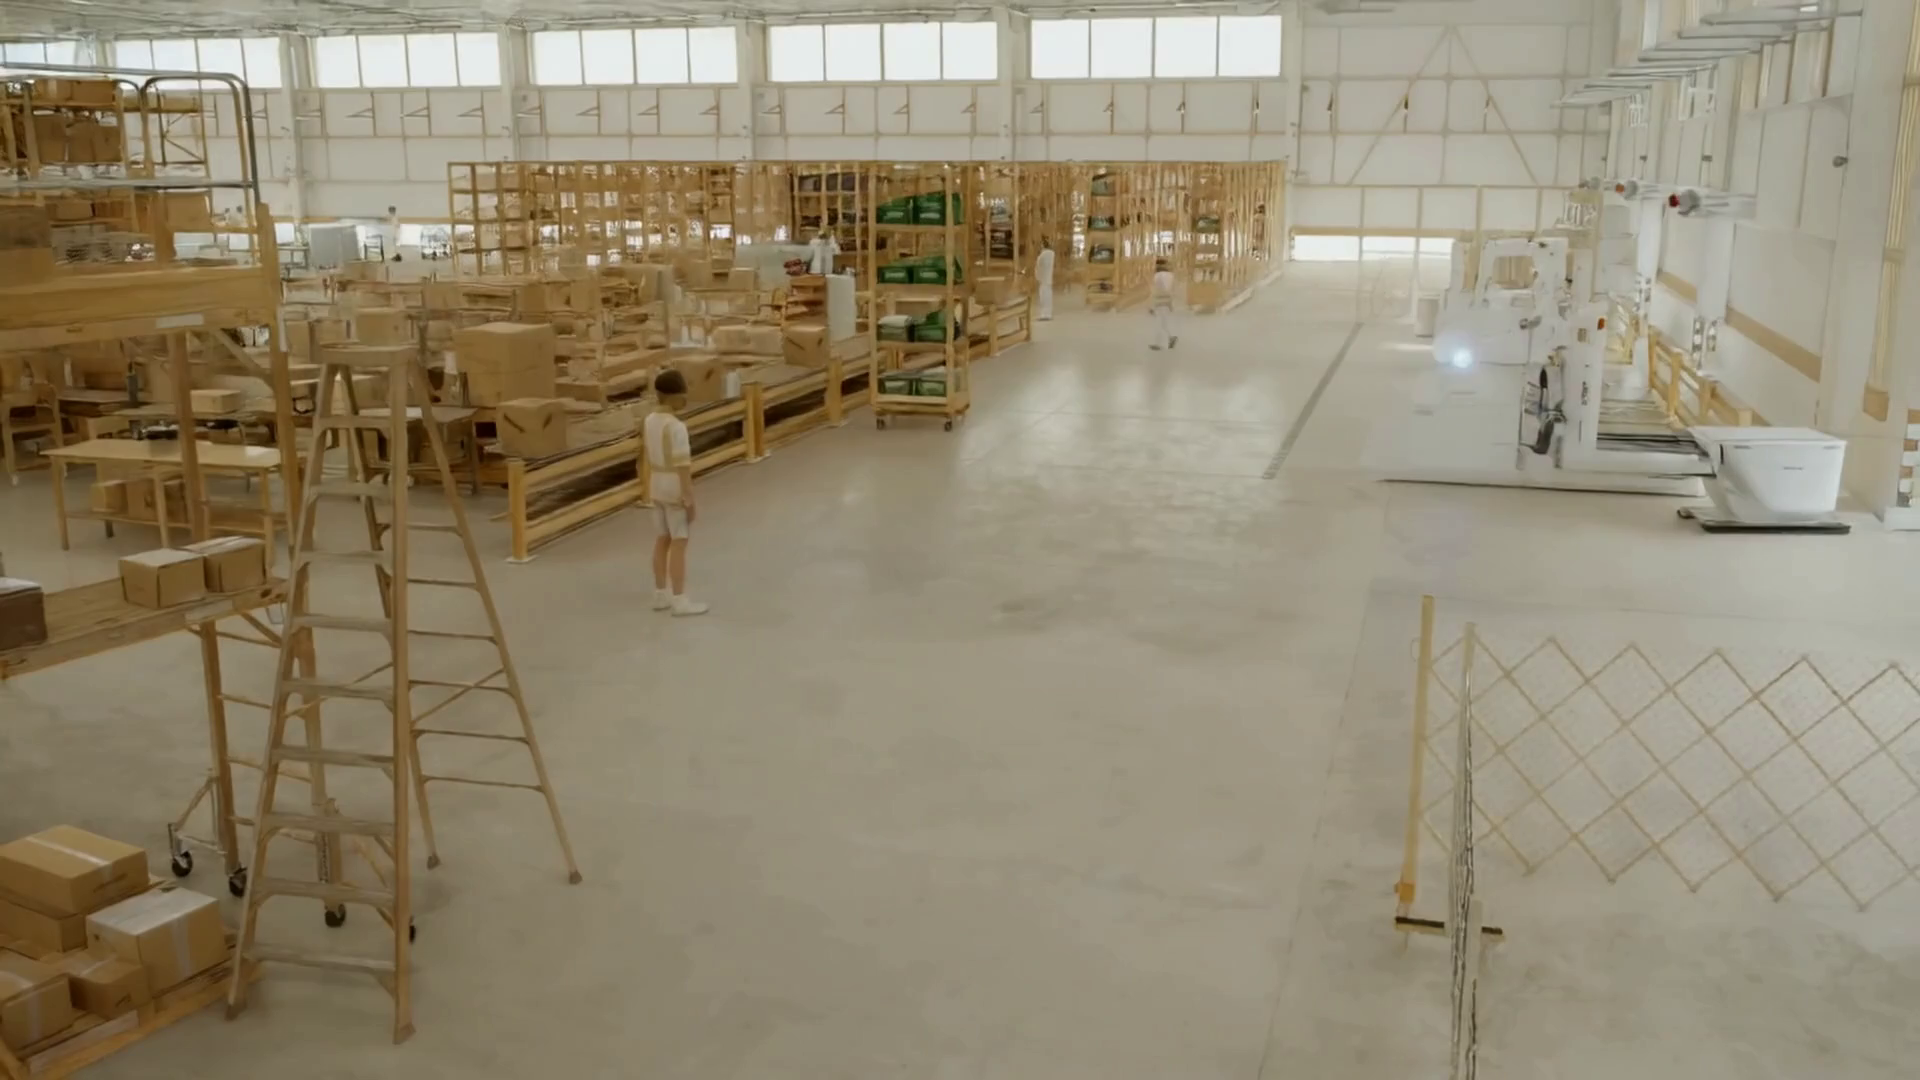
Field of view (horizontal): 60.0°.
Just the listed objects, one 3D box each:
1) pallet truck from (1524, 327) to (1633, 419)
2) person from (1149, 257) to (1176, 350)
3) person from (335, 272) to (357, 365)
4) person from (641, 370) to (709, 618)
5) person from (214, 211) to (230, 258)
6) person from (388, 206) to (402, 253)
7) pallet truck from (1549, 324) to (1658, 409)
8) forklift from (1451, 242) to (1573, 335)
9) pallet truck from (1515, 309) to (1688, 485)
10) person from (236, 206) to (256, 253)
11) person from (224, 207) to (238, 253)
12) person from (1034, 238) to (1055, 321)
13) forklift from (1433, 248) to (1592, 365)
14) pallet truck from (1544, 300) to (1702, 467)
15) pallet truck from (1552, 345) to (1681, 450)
[{"bbox_3d":[9.065,-2.460,24.370,1.522,1.261,0.704,3,13,14],"label":"pallet truck"},{"bbox_3d":[3.944,-4.603,32.486,0.593,1.817,0.449,-9,16,-35],"label":"person"},{"bbox_3d":[-10.830,-3.837,29.325,0.609,1.746,0.540,-2,13,-10],"label":"person"},{"bbox_3d":[-2.368,-0.383,13.750,0.377,2.045,0.605,-11,17,-39],"label":"person"},{"bbox_3d":[-27.234,-11.205,61.172,0.543,1.726,0.868,3,13,12],"label":"person"},{"bbox_3d":[-22.059,-12.102,64.852,0.448,1.824,0.647,-2,13,-10],"label":"person"},{"bbox_3d":[9.824,-2.669,25.407,1.601,1.201,0.680,4,14,16],"label":"pallet truck"},{"bbox_3d":[10.464,-4.597,31.405,2.680,1.987,1.157,4,14,16],"label":"forklift"},{"bbox_3d":[7.554,-1.677,19.446,1.885,1.965,0.823,3,13,14],"label":"pallet truck"},{"bbox_3d":[-27.066,-11.733,63.123,0.645,1.884,0.797,-10,17,-37],"label":"person"},{"bbox_3d":[-25.619,-10.709,58.500,0.414,1.985,0.611,2,13,8],"label":"person"},{"bbox_3d":[1.937,-6.011,38.366,0.408,1.905,0.652,6,14,26],"label":"person"},{"bbox_3d":[9.780,-4.111,29.280,2.680,1.987,1.157,3,13,14],"label":"forklift"},{"bbox_3d":[8.263,-1.952,20.631,1.885,1.965,0.823,5,14,20],"label":"pallet truck"},{"bbox_3d":[8.641,-1.896,21.908,1.630,1.274,0.653,4,14,16],"label":"pallet truck"}]
